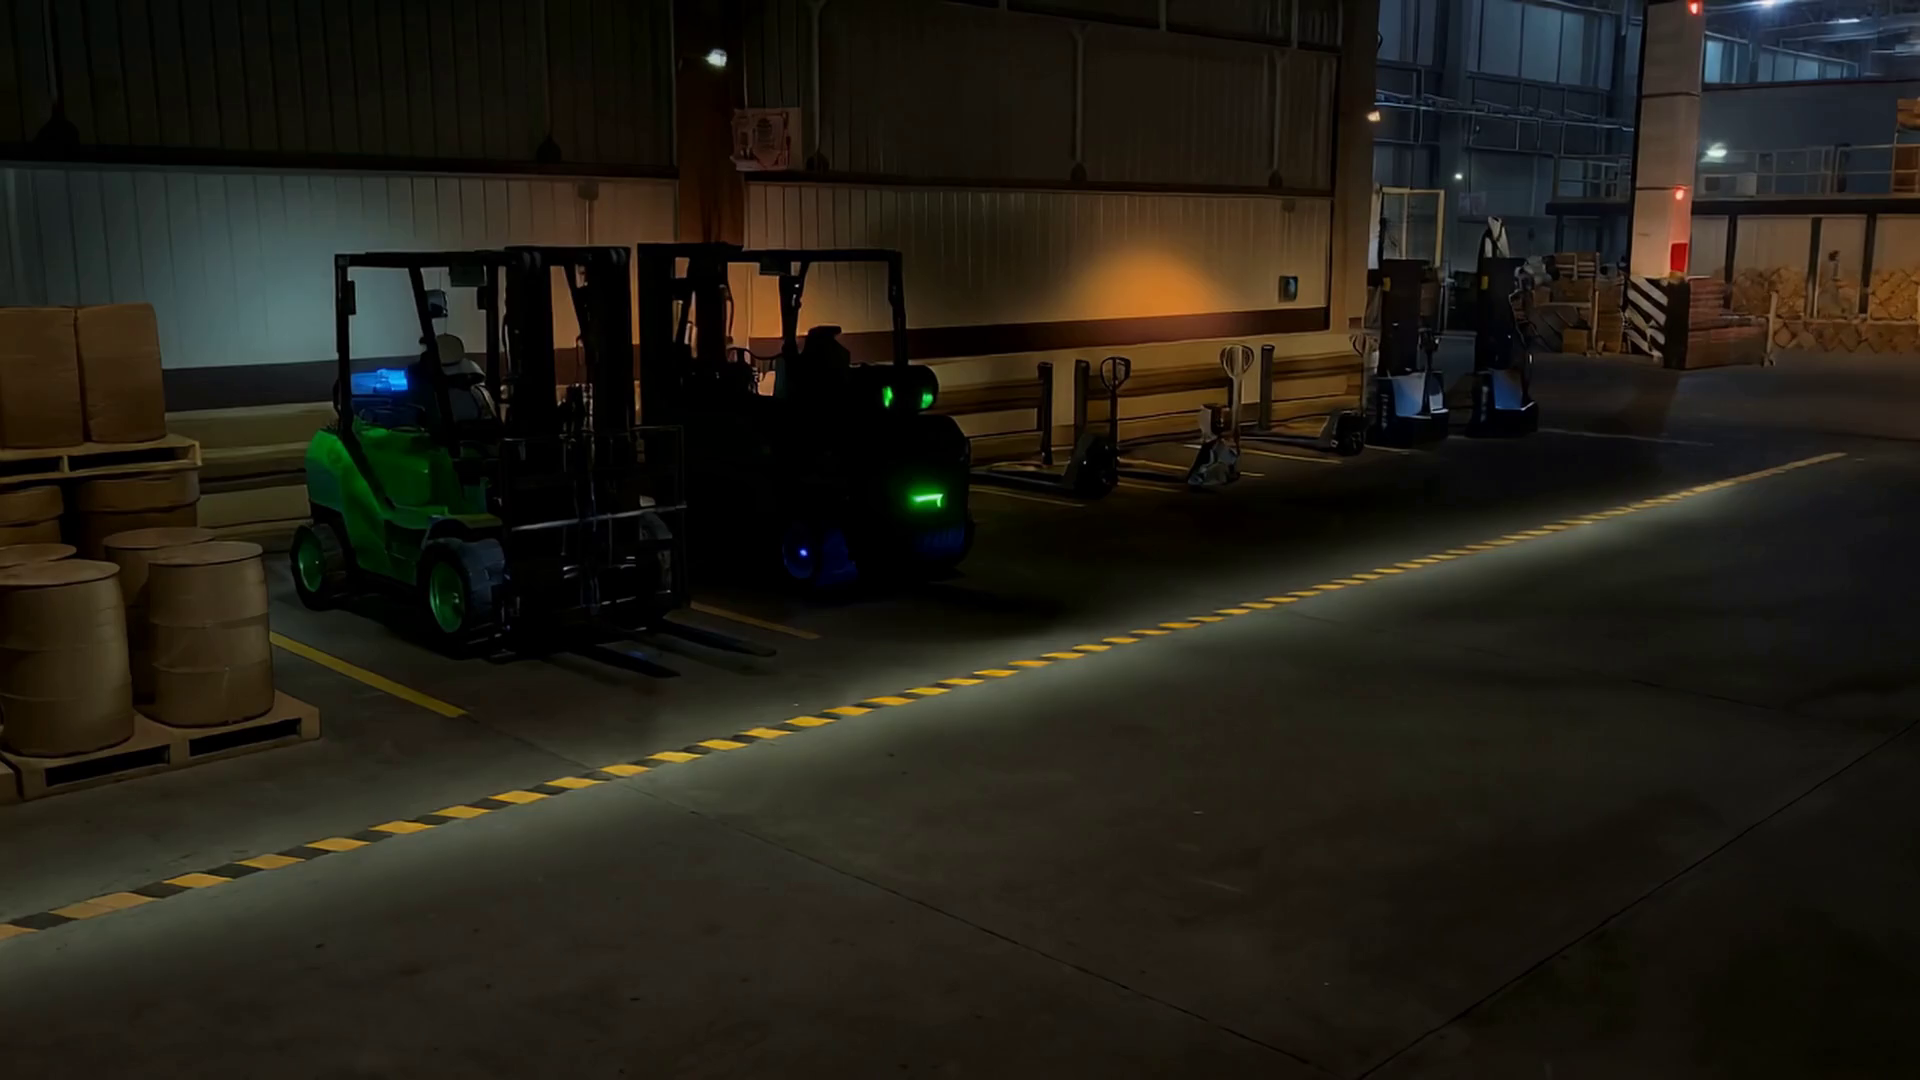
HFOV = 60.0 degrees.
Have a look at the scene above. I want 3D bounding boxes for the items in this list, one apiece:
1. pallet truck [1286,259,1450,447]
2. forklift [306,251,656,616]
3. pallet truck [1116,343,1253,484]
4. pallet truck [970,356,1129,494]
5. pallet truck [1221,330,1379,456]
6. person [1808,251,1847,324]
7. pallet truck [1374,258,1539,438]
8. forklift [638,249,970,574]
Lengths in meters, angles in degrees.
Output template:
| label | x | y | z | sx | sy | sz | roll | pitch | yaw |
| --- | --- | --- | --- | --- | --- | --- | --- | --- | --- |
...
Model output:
| label | x | y | z | sx | sy | sz | roll | pitch | yaw |
| --- | --- | --- | --- | --- | --- | --- | --- | --- | --- |
| pallet truck | 4.493 | -2.078 | 18.196 | 0.823 | 1.965 | 1.885 | -9 | 14 | -40 |
| forklift | -2.833 | -0.669 | 9.694 | 1.157 | 1.987 | 2.680 | -10 | 14 | -44 |
| pallet truck | 1.962 | -1.215 | 15.415 | 1.522 | 1.261 | 0.704 | 10 | 14 | 43 |
| pallet truck | 0.784 | -1.085 | 14.876 | 0.680 | 1.201 | 1.601 | -10 | 14 | -44 |
| pallet truck | 3.563 | -1.581 | 17.381 | 0.653 | 1.274 | 1.630 | -10 | 14 | -44 |
| person | 22.081 | -6.384 | 42.122 | 0.593 | 1.844 | 0.982 | -9 | 14 | -40 |
| pallet truck | 5.704 | -2.208 | 18.901 | 1.885 | 1.965 | 0.823 | 10 | 14 | 43 |
| forklift | -1.173 | -0.958 | 11.239 | 2.680 | 1.987 | 1.157 | 10 | 14 | 43 |
